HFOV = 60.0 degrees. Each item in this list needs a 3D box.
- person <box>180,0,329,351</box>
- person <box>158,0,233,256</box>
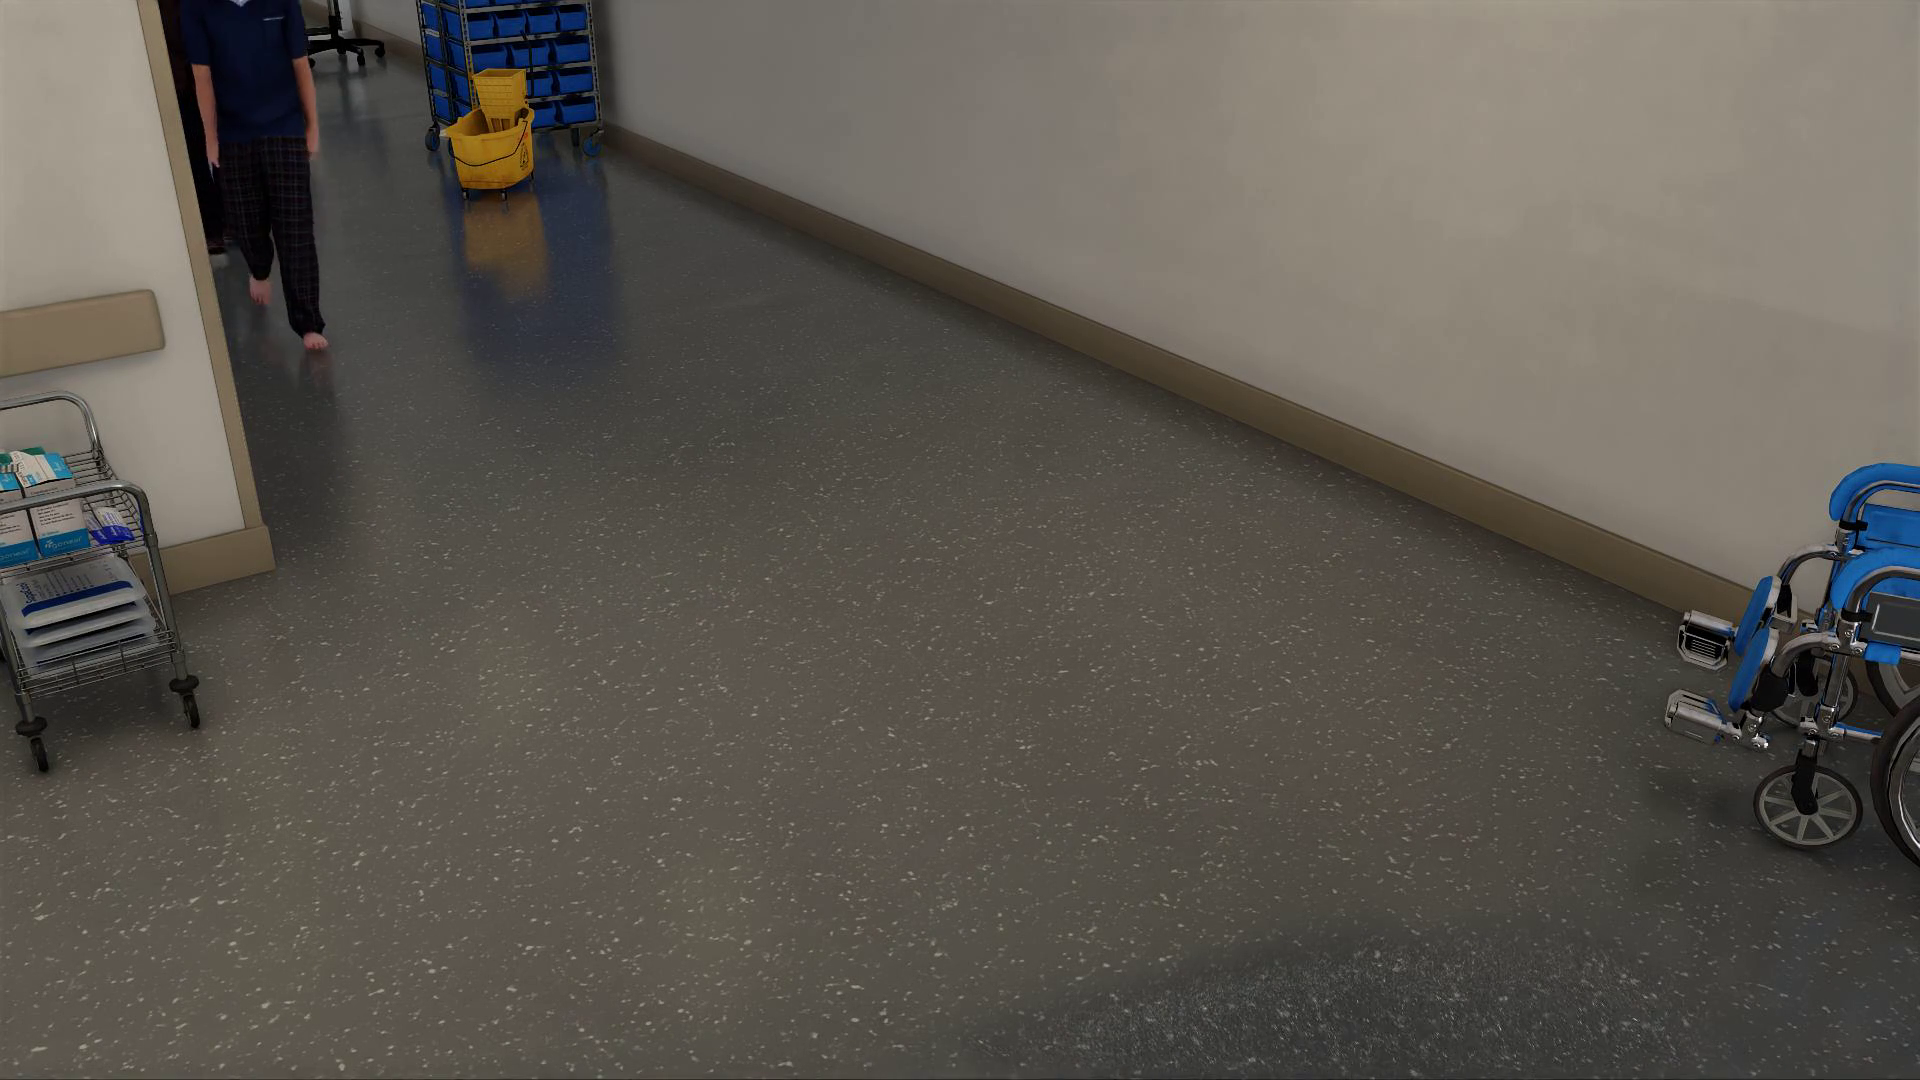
[{"bbox_3d":[-3.080,-1.776,7.286,0.928,1.853,0.836,-11,28,-22],"label":"person"},{"bbox_3d":[-4.002,-2.446,8.718,0.978,1.816,0.902,-13,28,-24],"label":"person"}]
